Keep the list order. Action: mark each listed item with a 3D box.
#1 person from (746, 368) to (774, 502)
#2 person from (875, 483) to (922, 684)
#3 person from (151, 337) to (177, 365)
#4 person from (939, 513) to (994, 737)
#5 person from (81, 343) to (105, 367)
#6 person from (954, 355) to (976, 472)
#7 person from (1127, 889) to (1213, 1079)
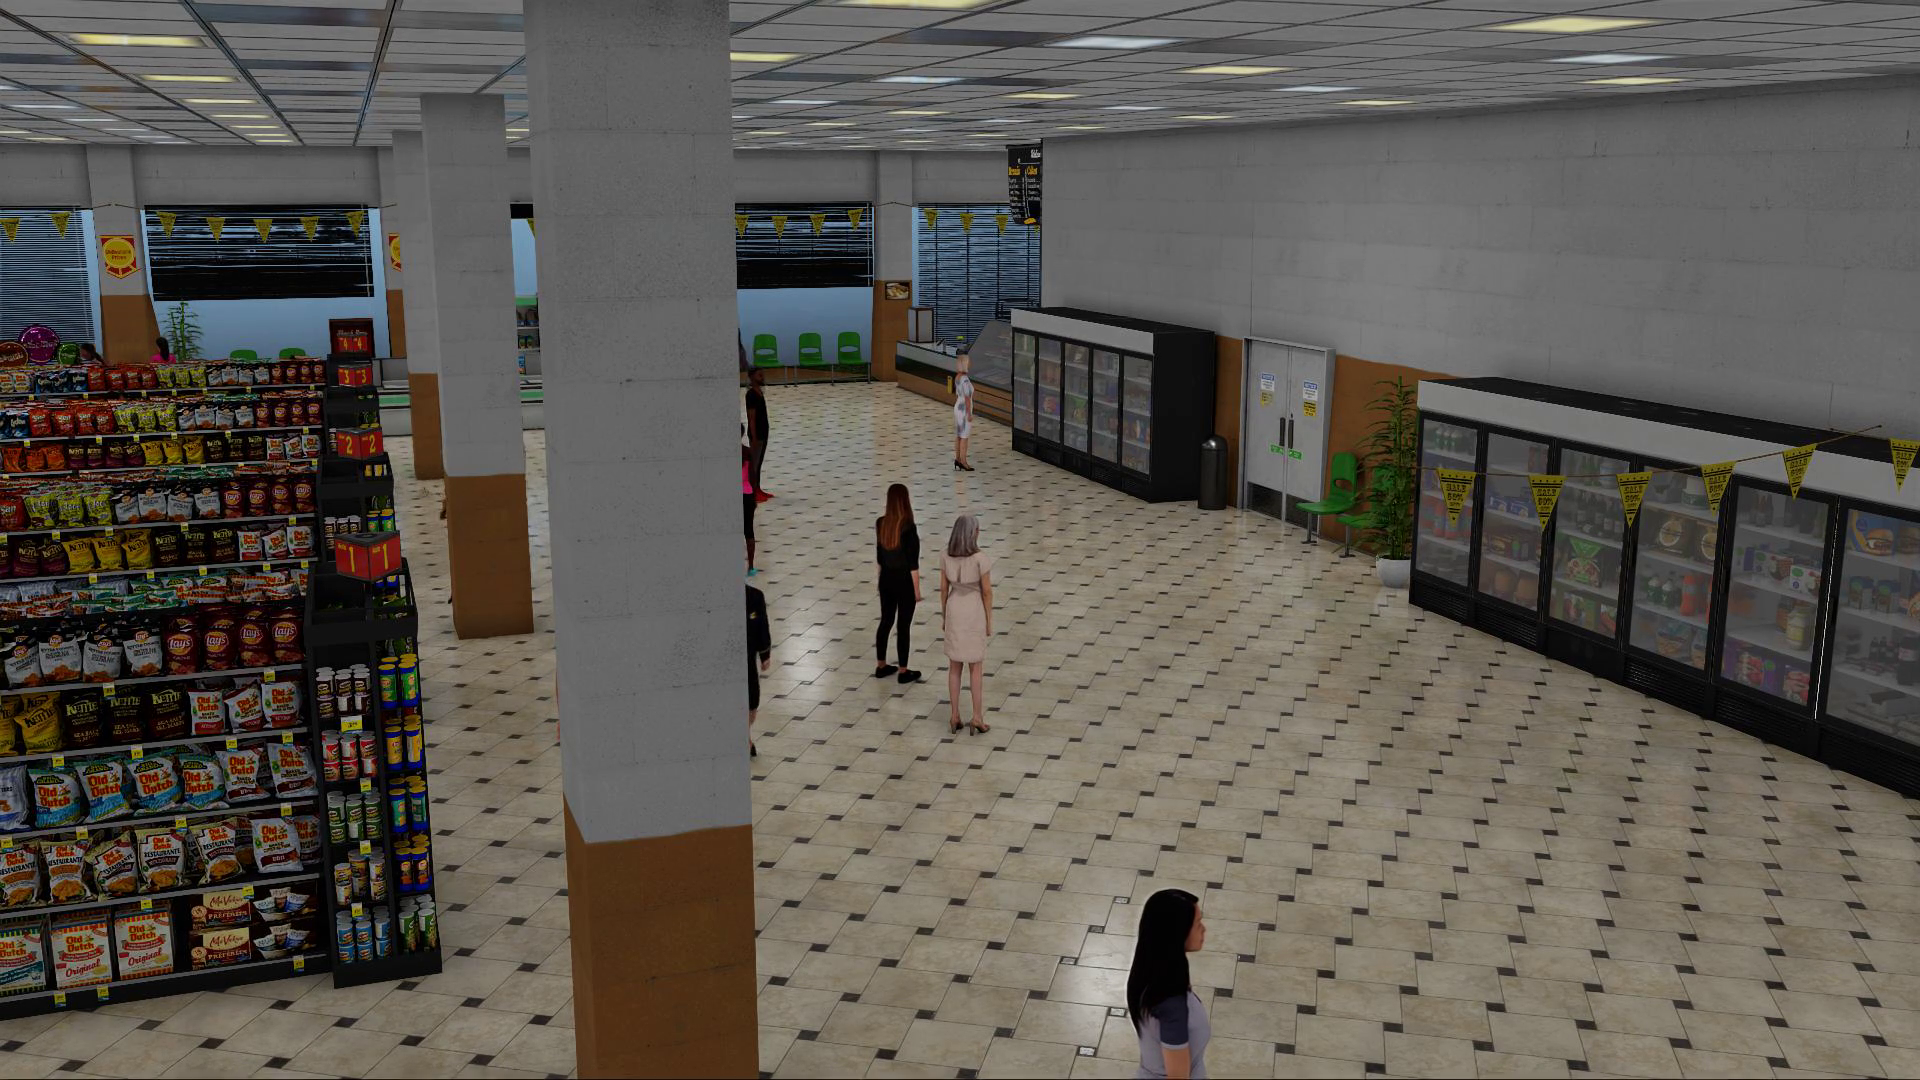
[{"bbox_3d":[-2.776,-1.452,22.722,0.703,1.804,0.722,2,12,9],"label":"person"},{"bbox_3d":[-0.559,0.364,14.331,0.681,1.707,0.698,10,15,39],"label":"person"},{"bbox_3d":[-13.677,-2.650,28.669,0.738,1.698,0.640,12,17,44],"label":"person"},{"bbox_3d":[0.052,0.649,12.910,0.691,1.735,0.749,6,13,25],"label":"person"},{"bbox_3d":[-13.751,-2.261,26.741,1.018,1.730,1.221,10,15,39],"label":"person"},{"bbox_3d":[0.052,-1.930,25.120,0.490,1.750,0.559,-5,13,-20],"label":"person"},{"bbox_3d":[0.768,2.087,6.151,0.598,1.706,0.643,-1,12,-6],"label":"person"}]
